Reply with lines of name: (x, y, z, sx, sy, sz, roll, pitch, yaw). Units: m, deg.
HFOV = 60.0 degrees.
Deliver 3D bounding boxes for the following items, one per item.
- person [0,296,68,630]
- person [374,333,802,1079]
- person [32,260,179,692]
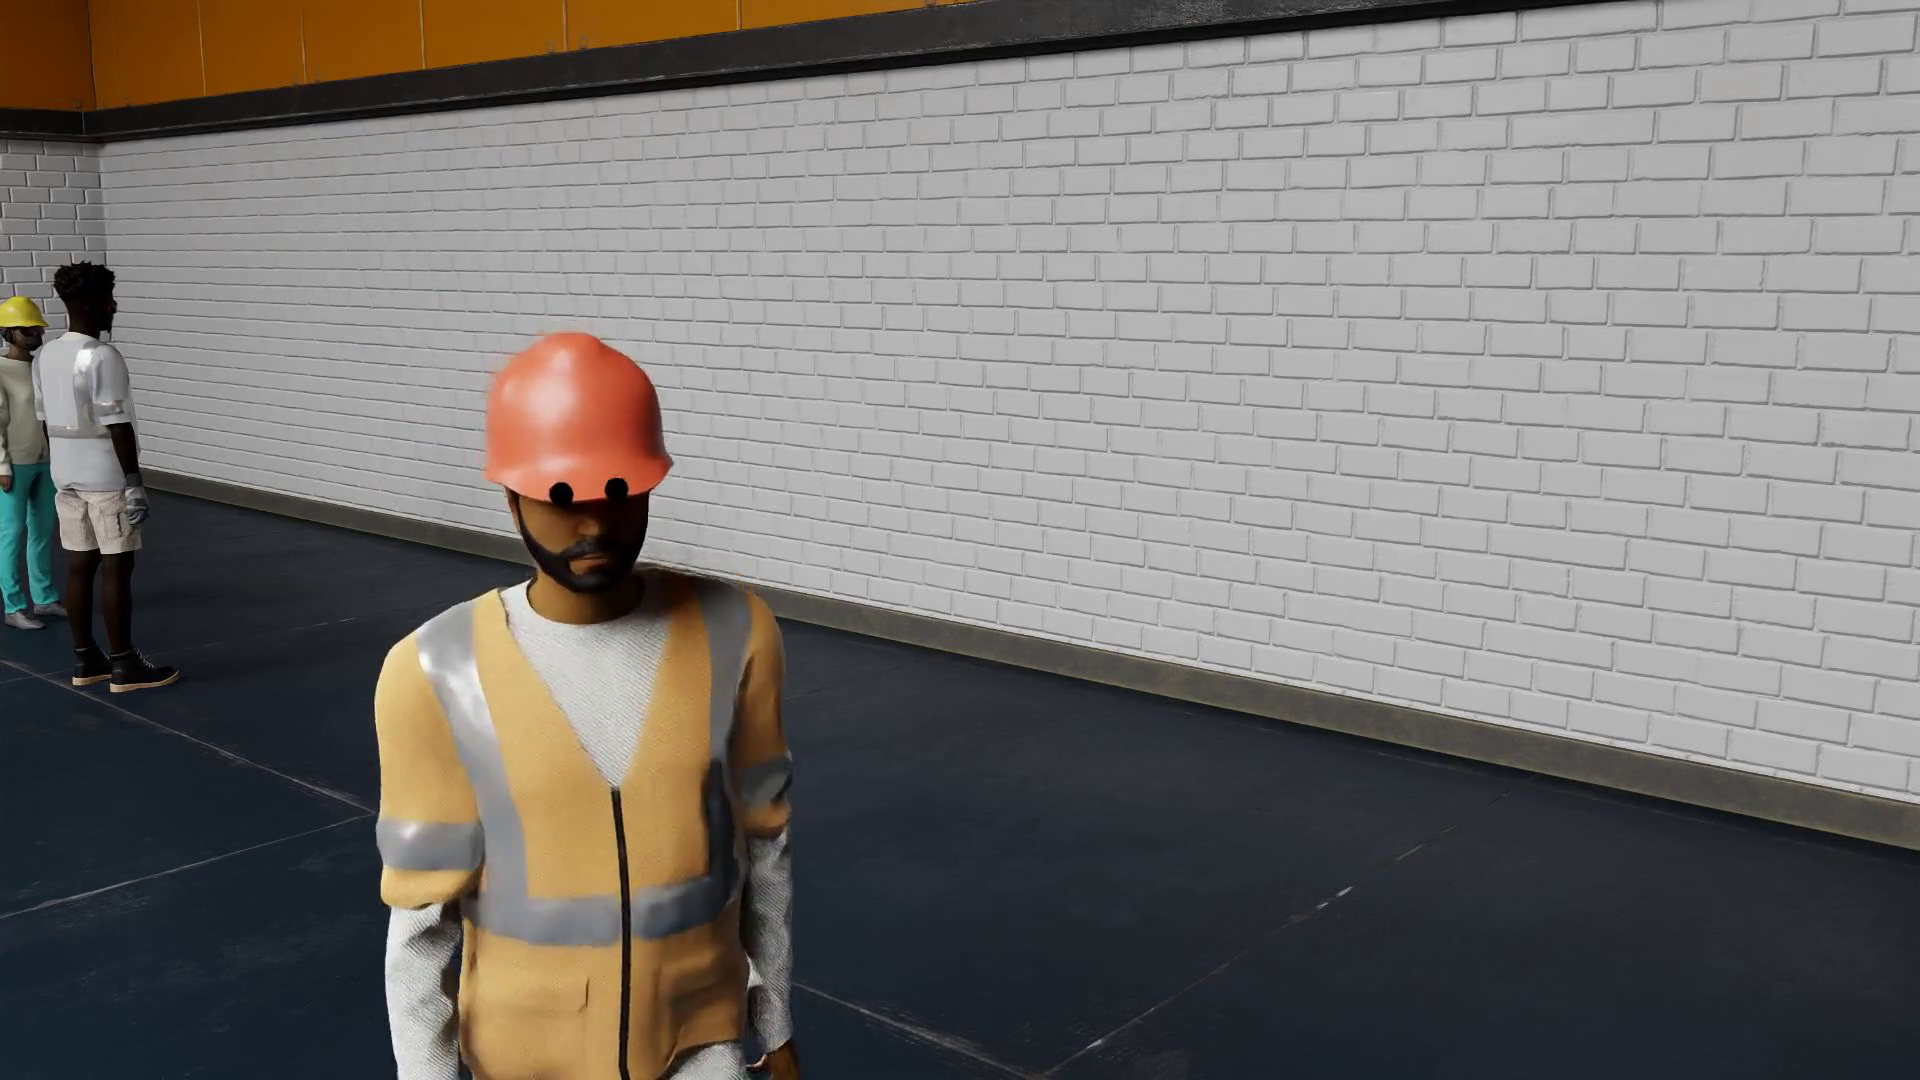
person: (-4.979, -0.414, 8.919, 0.326, 1.769, 0.524, 2, 10, 10)
person: (-0.451, 0.693, 2.190, 0.566, 1.909, 0.719, -4, 11, -21)
person: (-3.939, -0.284, 7.612, 0.606, 1.966, 0.367, 6, 11, 30)
